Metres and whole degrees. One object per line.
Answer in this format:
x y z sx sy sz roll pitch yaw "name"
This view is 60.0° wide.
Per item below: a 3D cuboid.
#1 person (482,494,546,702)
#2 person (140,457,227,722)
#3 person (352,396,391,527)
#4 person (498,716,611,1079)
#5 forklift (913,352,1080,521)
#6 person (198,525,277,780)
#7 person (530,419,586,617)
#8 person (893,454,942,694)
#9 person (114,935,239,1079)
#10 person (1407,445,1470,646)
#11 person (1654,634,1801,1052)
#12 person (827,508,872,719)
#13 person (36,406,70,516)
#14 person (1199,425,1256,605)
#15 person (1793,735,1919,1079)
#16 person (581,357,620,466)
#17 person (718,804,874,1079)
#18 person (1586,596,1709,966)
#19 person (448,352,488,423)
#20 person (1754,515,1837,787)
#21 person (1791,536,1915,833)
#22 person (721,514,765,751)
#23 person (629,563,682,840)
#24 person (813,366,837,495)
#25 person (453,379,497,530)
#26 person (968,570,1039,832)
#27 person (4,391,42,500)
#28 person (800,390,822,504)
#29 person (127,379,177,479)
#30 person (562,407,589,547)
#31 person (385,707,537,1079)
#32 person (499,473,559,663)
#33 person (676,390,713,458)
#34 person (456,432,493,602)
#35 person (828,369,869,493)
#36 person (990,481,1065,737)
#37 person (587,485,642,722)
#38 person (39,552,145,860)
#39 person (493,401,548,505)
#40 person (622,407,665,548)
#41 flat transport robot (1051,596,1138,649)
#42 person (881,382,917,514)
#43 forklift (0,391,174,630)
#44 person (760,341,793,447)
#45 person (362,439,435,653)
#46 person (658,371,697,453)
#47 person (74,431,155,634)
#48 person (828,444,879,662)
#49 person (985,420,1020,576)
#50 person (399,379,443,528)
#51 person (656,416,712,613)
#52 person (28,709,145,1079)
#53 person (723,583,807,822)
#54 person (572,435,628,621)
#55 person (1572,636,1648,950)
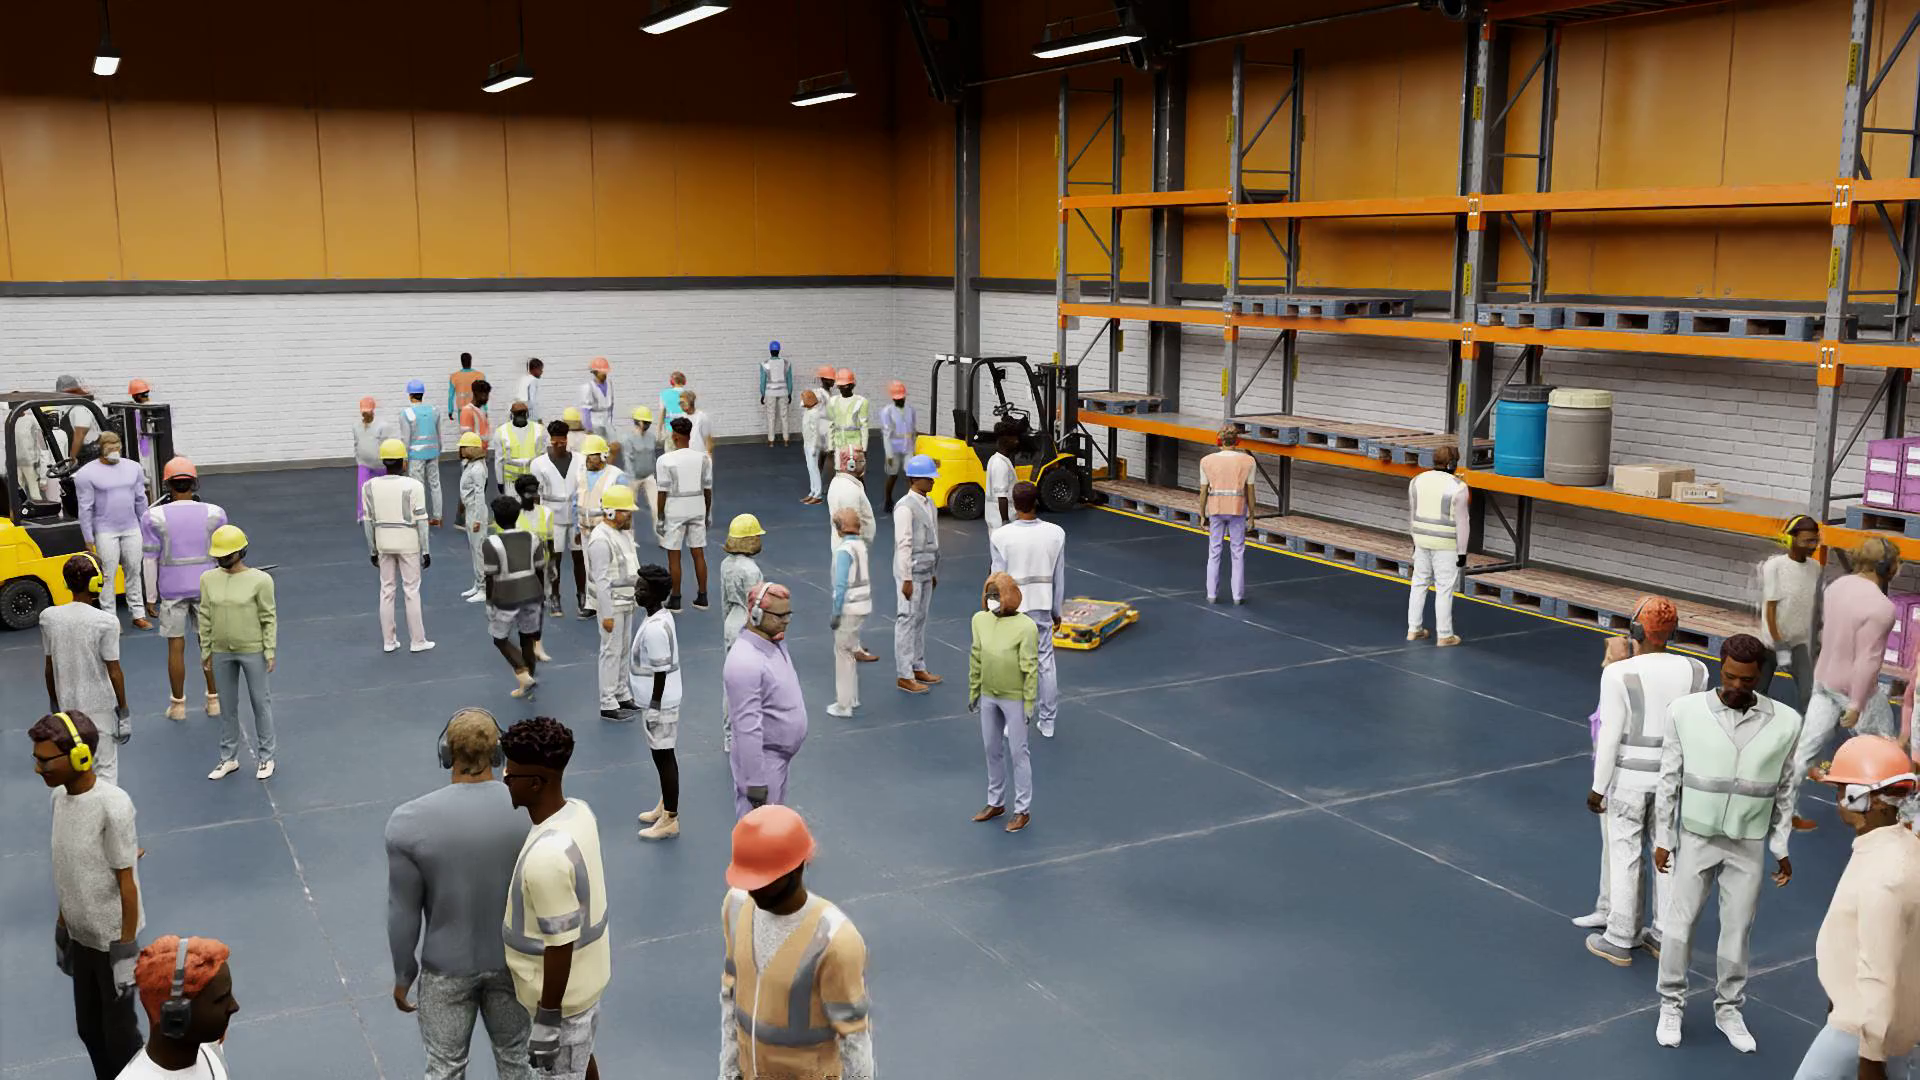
-3.484 0.479 13.117 0.431 1.678 0.555 9 14 43 "person"
-5.916 0.376 12.735 0.613 2.033 0.412 -7 12 -35 "person"
-7.703 -1.061 21.933 0.566 1.711 0.851 2 10 12 "person"
-1.440 1.585 5.953 0.363 1.963 0.612 -1 10 -4 "person"
0.460 -1.461 22.833 2.313 2.155 1.214 -5 11 -28 "forklift"
-4.901 0.763 11.288 0.524 1.759 0.328 0 10 1 "person"
-3.901 -0.217 16.367 0.621 1.953 0.379 -4 11 -24 "person"
-0.342 0.266 13.597 0.402 1.949 0.605 4 11 21 "person"
-1.984 1.921 4.278 0.366 1.879 0.584 -1 10 -4 "person"
4.385 0.049 15.210 0.431 1.835 0.620 -8 13 -38 "person"
3.434 1.344 7.494 0.587 1.914 0.390 2 10 10 "person"
-0.855 0.557 12.893 0.359 1.610 0.535 2 10 10 "person"
-10.892 -0.750 19.976 0.322 1.764 0.533 1 10 4 "person"
2.706 -0.244 16.868 0.560 1.836 0.394 2 10 13 "person"
3.207 1.640 5.736 0.946 1.948 0.621 7 12 35 "person"
-5.339 -1.732 24.885 0.681 2.014 0.656 7 12 35 "person"
-0.566 1.722 5.381 0.783 1.899 0.577 8 13 39 "person"
3.440 1.207 8.364 0.586 1.882 0.342 -2 10 -12 "person"
-8.252 -2.195 27.894 0.627 1.904 0.533 -3 10 -16 "person"
5.670 0.711 11.459 0.483 1.823 0.936 -2 10 -12 "person"
5.502 0.899 10.139 1.046 1.877 0.647 -1 10 -5 "person"
-1.514 0.677 11.821 0.298 1.745 0.484 -7 12 -34 "person"
-1.863 0.980 10.200 0.315 1.700 0.541 -2 10 -9 "person"
-1.863 -1.596 24.430 0.773 1.909 0.545 2 10 14 "person"
-6.273 -1.099 21.461 0.541 1.945 0.707 1 10 4 "person"
0.263 0.991 10.357 0.502 1.625 0.294 8 12 37 "person"
-11.624 -0.918 20.633 0.532 1.873 0.321 1 10 7 "person"
-2.124 -1.325 23.697 0.278 1.628 0.505 -3 10 -18 "person"
-10.804 -1.186 22.094 0.863 1.896 0.574 4 11 24 "person"
-4.603 -0.725 19.916 0.503 1.727 0.532 -8 13 -39 "person"
-1.777 1.569 6.174 0.635 1.927 0.372 -4 11 -24 "person"
-3.815 0.238 14.551 0.479 1.678 0.532 8 13 40 "person"
-3.458 -1.012 21.344 0.535 1.808 0.801 5 11 29 "person"
-5.000 -0.242 17.104 0.282 1.746 0.493 -4 11 -24 "person"
-1.508 -1.272 22.236 0.602 2.032 0.412 4 11 23 "person"
0.494 0.523 12.213 0.590 1.917 0.398 -4 11 -20 "person"
-2.631 0.480 12.741 0.403 1.821 0.600 1 10 6 "person"
-5.056 0.996 9.658 0.510 1.861 0.324 1 10 8 "person"
-5.177 -0.729 19.671 0.619 1.835 0.431 -4 11 -20 "person"
-3.774 -0.728 19.956 0.870 1.728 0.529 10 14 44 "person"
1.140 0.762 15.566 0.652 0.197 1.431 4 11 24 "flat transport robot"
-0.796 -1.212 22.385 0.613 1.862 1.012 -6 12 -32 "person"
-9.026 -0.363 16.508 1.214 2.155 2.313 6 11 29 "forklift"
-3.374 -2.680 30.554 0.602 1.949 0.390 -3 10 -17 "person"
-5.015 0.057 14.856 0.586 1.930 0.360 1 10 5 "person"
-4.200 -1.598 24.720 0.600 1.804 0.597 -3 10 -17 "person"
-7.925 -0.071 15.609 0.380 1.929 0.636 7 12 37 "person"
-0.937 0.110 14.619 0.407 1.908 0.641 -3 10 -16 "person"
0.425 -0.191 16.175 0.368 1.967 0.602 -1 10 -4 "person"
-6.930 -1.086 21.379 0.399 1.949 0.605 7 12 37 "person"
-2.750 -0.256 16.602 0.605 1.955 0.370 -7 12 -35 "person"
-3.335 1.559 6.434 0.531 1.854 0.329 7 12 34 "person"
-0.989 1.157 8.608 0.405 1.903 0.636 1 10 4 "person"
-3.490 -0.109 16.087 0.599 1.830 0.403 4 11 21 "person"
3.405 1.295 8.561 0.315 1.640 0.514 1 10 3 "person"
